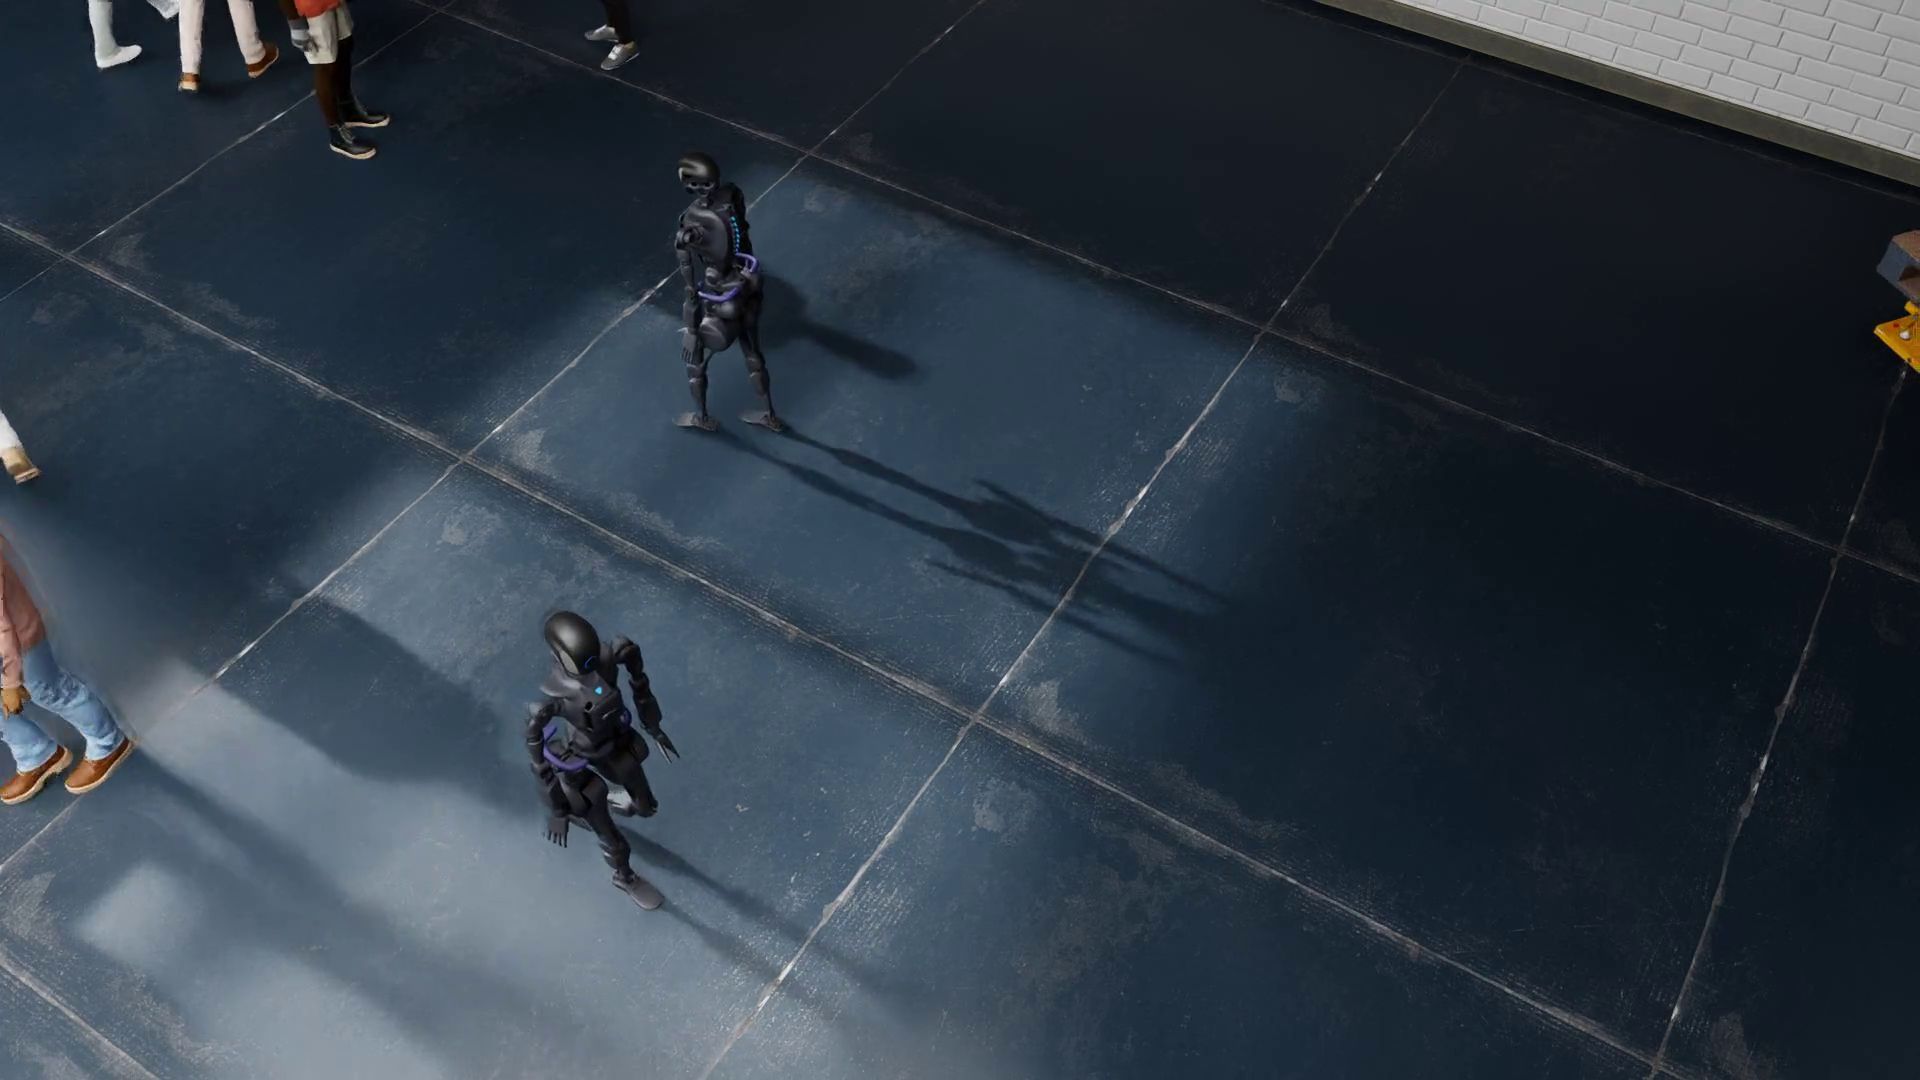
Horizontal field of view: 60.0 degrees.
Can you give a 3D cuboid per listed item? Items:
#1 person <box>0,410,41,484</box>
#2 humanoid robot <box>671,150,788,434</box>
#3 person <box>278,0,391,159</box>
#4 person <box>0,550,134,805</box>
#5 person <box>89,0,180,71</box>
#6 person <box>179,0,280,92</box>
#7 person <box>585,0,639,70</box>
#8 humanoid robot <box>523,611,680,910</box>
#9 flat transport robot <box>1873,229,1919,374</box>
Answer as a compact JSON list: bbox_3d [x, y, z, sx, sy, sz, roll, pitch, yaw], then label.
[{"bbox_3d":[-4.831,-0.910,7.585,0.630,1.818,0.703,-36,58,-27],"label":"person"},{"bbox_3d":[-1.155,-1.154,7.896,0.557,1.638,0.608,19,52,16],"label":"humanoid robot"},{"bbox_3d":[-3.638,-3.076,9.391,0.375,1.953,0.605,4,49,3],"label":"person"},{"bbox_3d":[-3.766,0.409,6.319,0.630,1.974,0.668,28,54,22],"label":"person"},{"bbox_3d":[-5.186,-3.832,10.098,0.598,1.877,0.925,37,58,27],"label":"person"},{"bbox_3d":[-4.547,-3.558,9.812,0.635,1.955,0.746,8,49,7],"label":"person"},{"bbox_3d":[-2.266,-3.721,10.087,0.474,1.749,0.805,-22,52,-18],"label":"person"},{"bbox_3d":[-1.397,0.783,6.198,0.512,1.637,0.591,30,55,24],"label":"humanoid robot"},{"bbox_3d":[5.655,-1.122,8.796,1.431,0.231,0.659,-17,51,-14],"label":"flat transport robot"}]
